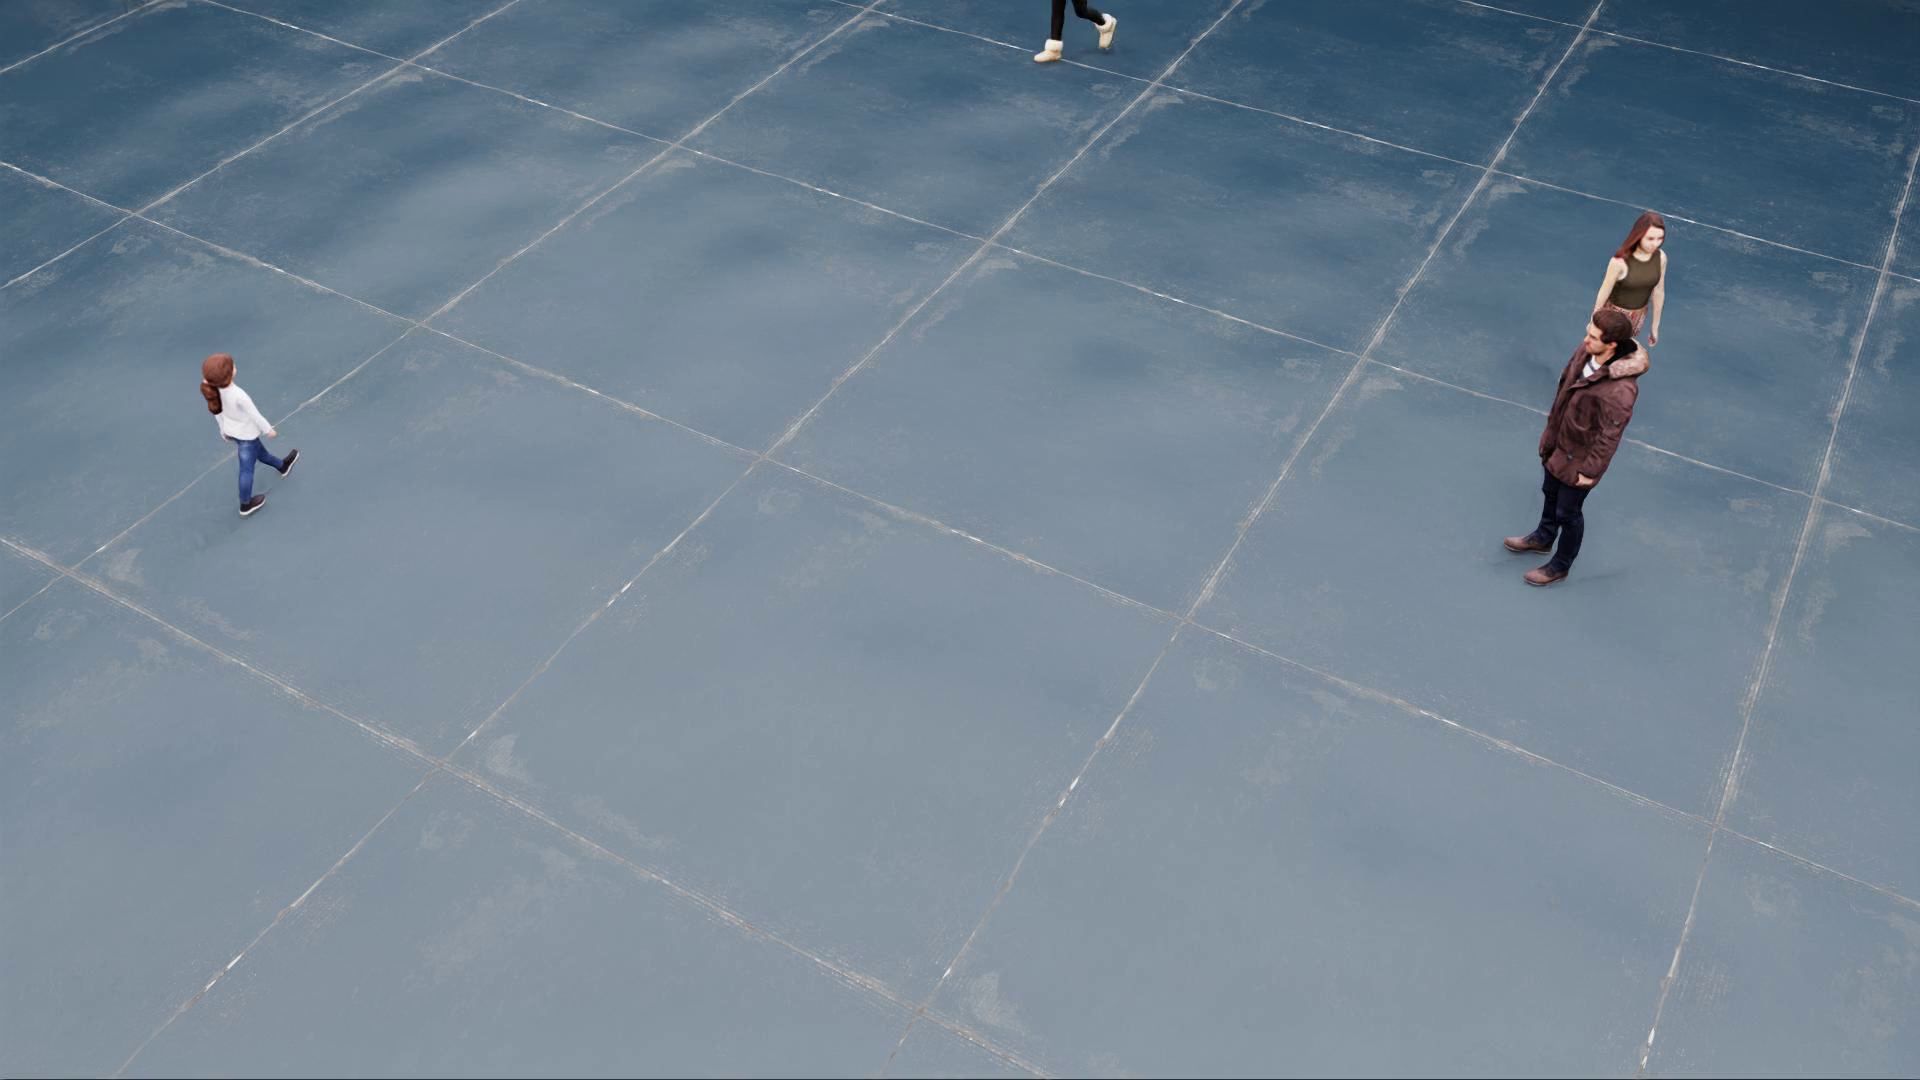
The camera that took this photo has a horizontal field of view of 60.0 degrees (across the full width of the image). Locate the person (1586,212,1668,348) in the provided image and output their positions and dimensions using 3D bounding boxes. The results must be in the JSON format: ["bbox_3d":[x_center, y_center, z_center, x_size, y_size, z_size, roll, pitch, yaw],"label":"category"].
[{"bbox_3d":[4.212,-1.459,10.680,0.703,1.550,0.764,-8,43,-9],"label":"person"}]

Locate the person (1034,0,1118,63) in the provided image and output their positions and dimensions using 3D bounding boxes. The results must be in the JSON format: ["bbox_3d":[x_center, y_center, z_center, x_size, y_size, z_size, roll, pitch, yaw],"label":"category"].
[{"bbox_3d":[1.055,-4.976,14.486,1.117,1.641,0.900,-22,47,-22],"label":"person"}]

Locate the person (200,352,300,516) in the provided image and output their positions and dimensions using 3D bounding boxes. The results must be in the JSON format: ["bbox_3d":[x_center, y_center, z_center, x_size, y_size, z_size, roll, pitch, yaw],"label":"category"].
[{"bbox_3d":[-4.409,-0.634,10.121,0.448,1.080,0.767,21,46,21],"label":"person"}]

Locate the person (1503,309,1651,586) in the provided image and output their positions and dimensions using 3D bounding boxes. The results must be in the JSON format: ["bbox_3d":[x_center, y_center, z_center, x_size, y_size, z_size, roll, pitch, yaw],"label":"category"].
[{"bbox_3d":[3.510,-0.528,9.436,0.932,1.844,0.836,-4,42,-5],"label":"person"}]
